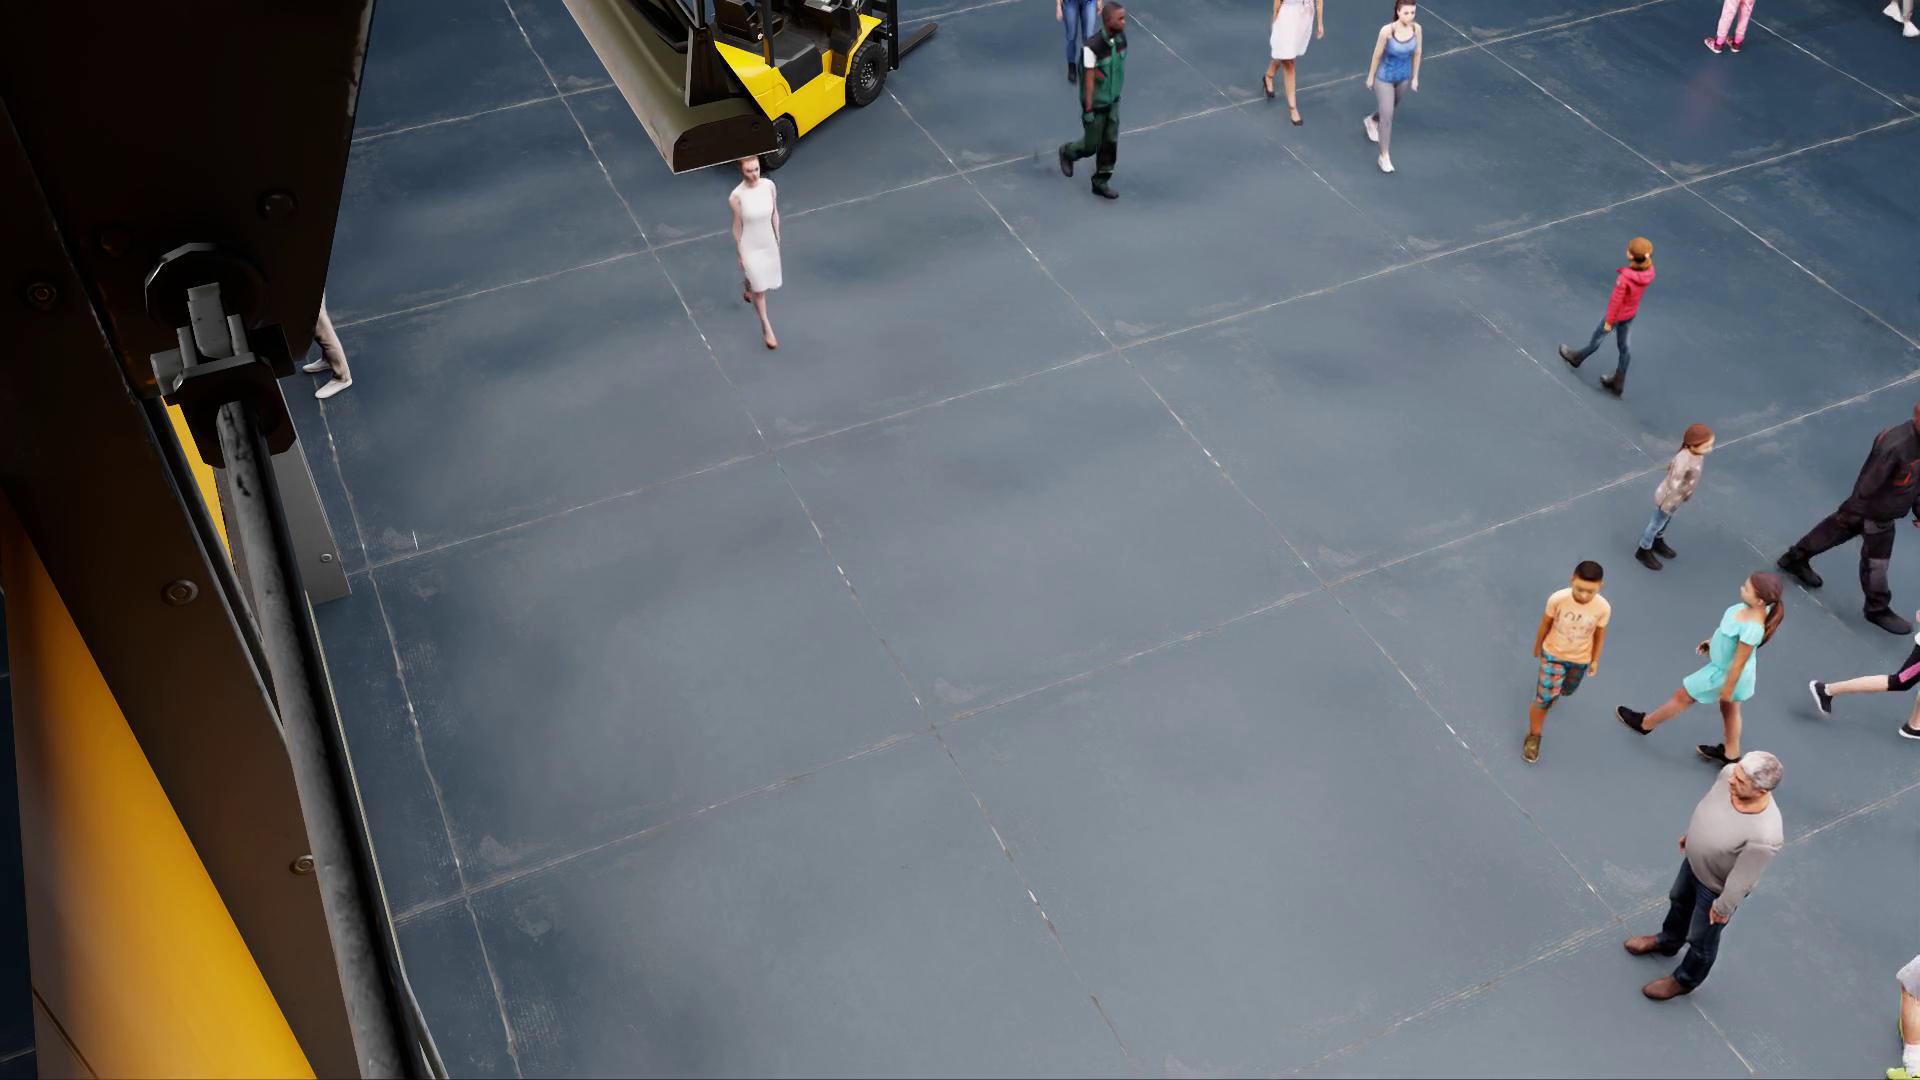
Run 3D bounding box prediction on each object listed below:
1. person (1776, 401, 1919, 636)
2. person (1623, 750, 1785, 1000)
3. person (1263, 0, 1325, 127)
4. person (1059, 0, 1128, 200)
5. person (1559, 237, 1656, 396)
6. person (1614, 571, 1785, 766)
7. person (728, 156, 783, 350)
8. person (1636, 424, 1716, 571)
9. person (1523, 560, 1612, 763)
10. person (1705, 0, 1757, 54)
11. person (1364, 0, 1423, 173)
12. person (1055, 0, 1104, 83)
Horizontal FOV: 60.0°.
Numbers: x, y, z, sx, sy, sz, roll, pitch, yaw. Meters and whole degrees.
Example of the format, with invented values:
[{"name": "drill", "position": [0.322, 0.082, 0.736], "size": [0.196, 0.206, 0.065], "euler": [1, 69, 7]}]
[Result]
[{"name": "person", "position": [5.943, -0.295, 10.938], "size": [0.919, 1.782, 1.278], "euler": [-30, 51, -28]}, {"name": "person", "position": [3.972, 1.728, 8.725], "size": [0.873, 1.905, 0.739], "euler": [1, 44, 1]}, {"name": "person", "position": [3.130, -4.922, 15.811], "size": [0.762, 1.759, 1.218], "euler": [-11, 45, -11]}, {"name": "person", "position": [1.179, -3.895, 14.690], "size": [0.888, 1.819, 1.037], "euler": [-34, 53, -31]}, {"name": "person", "position": [5.121, -1.688, 12.756], "size": [0.564, 1.291, 0.839], "euler": [-21, 47, -20]}, {"name": "person", "position": [4.685, 0.807, 9.974], "size": [1.071, 1.517, 0.867], "euler": [26, 50, 25]}, {"name": "person", "position": [-1.625, -2.311, 13.056], "size": [0.624, 1.779, 0.832], "euler": [-24, 48, -23]}, {"name": "person", "position": [4.893, -0.327, 11.398], "size": [0.535, 1.194, 0.550], "euler": [-34, 53, -31]}, {"name": "person", "position": [3.718, 0.651, 10.191], "size": [0.874, 1.443, 0.993], "euler": [8, 44, 9]}, {"name": "person", "position": [7.943, -5.643, 16.793], "size": [0.586, 1.449, 0.575], "euler": [-5, 44, -5]}, {"name": "person", "position": [3.939, -4.249, 15.235], "size": [0.738, 1.579, 1.095], "euler": [-9, 44, -9]}, {"name": "person", "position": [1.155, -5.276, 16.286], "size": [0.718, 1.616, 0.714], "euler": [-2, 44, -3]}]
